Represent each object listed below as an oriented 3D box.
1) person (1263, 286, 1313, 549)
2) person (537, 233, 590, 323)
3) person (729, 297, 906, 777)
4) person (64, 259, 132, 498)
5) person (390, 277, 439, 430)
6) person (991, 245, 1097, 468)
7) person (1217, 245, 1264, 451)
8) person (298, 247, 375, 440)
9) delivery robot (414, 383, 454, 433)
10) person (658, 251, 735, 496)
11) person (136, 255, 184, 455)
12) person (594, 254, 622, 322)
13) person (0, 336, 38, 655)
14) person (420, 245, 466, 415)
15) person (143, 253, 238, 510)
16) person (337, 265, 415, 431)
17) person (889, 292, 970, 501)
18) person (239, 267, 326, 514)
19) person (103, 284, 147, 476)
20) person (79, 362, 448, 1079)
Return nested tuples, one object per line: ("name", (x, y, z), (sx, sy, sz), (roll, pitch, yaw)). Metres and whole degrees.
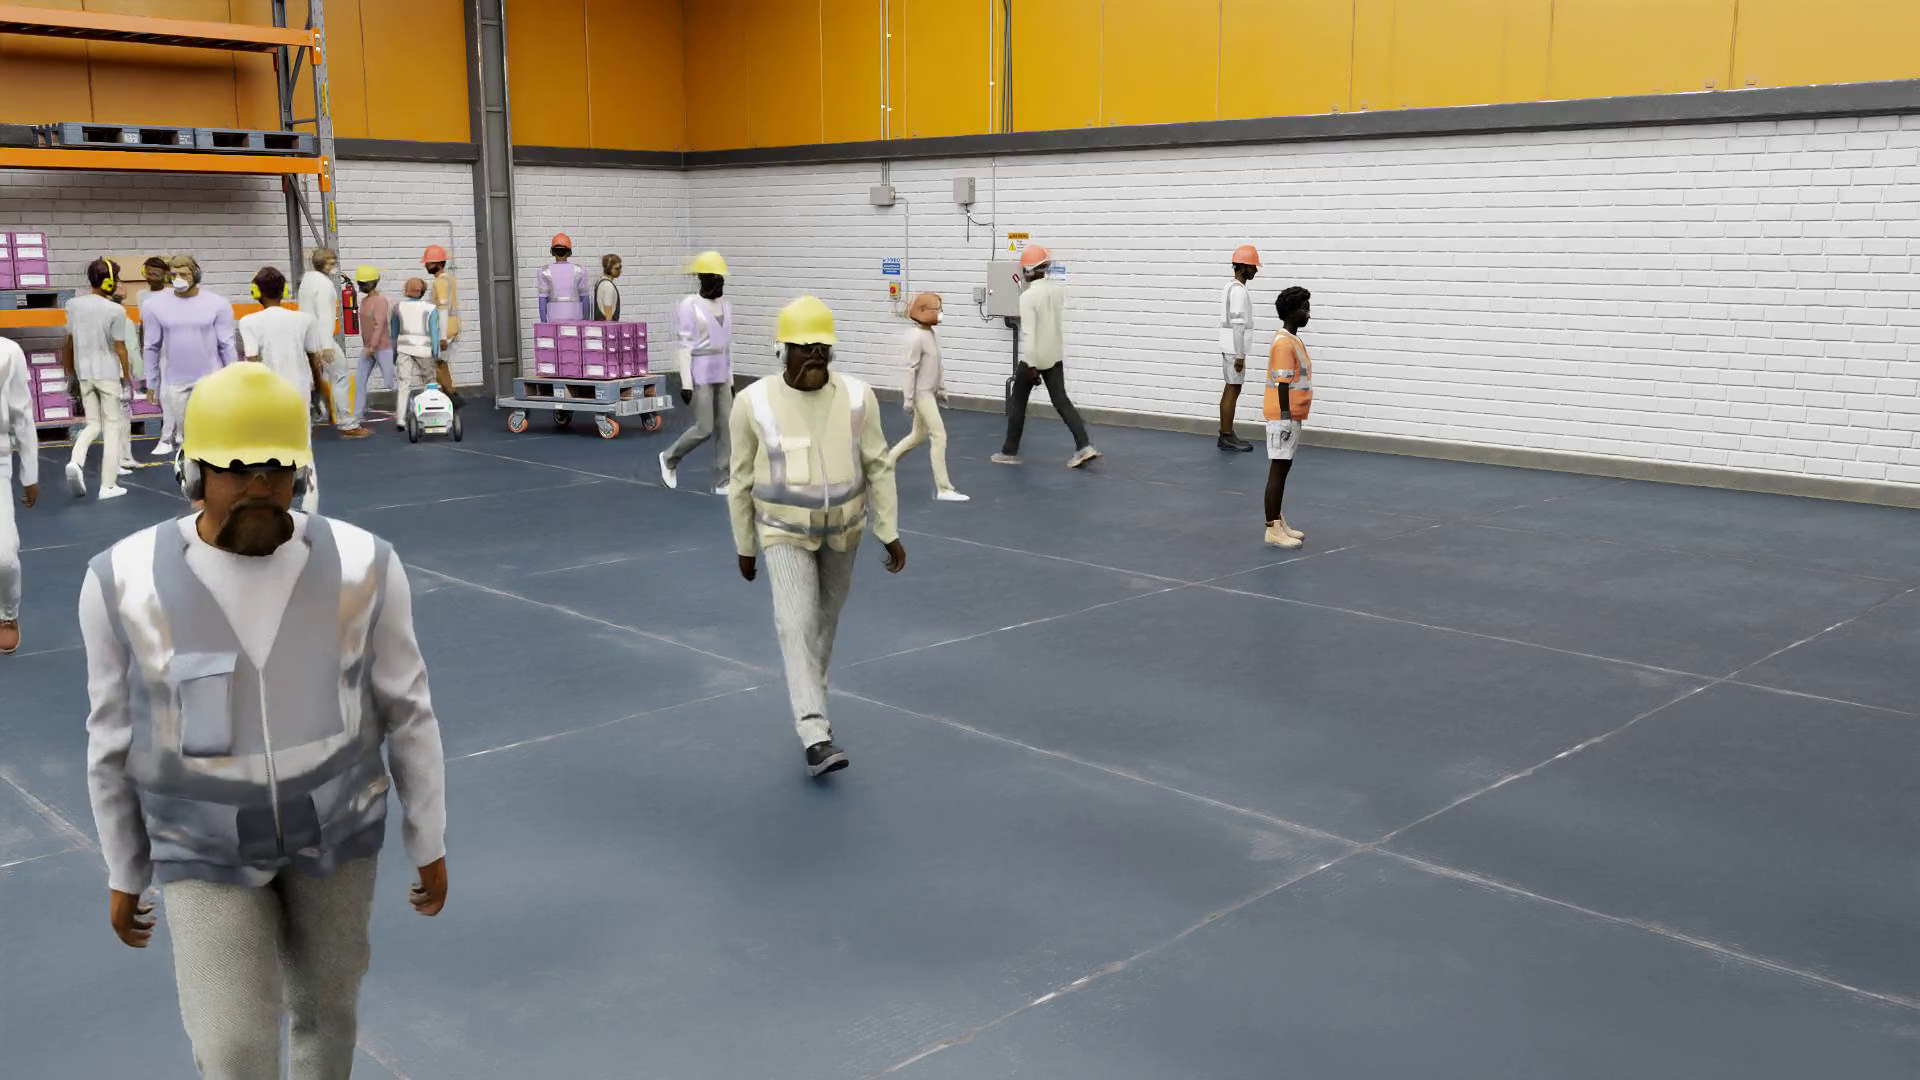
("person", (2.140, -0.803, 10.860), (0.316, 1.697, 0.542), (3, 11, 15))
("person", (-4.738, -2.641, 19.935), (0.605, 2.045, 0.379), (-3, 11, -14))
("person", (-0.537, -0.022, 6.345), (0.609, 1.783, 0.934), (-4, 11, -23))
("person", (-6.597, -1.207, 12.659), (0.558, 1.844, 0.559), (1, 10, 5))
("person", (-5.720, -1.949, 17.420), (0.543, 1.593, 0.867), (0, 10, -1))
("person", (0.748, -1.594, 14.514), (1.033, 1.952, 0.604), (10, 14, 43))
("person", (2.636, -1.796, 15.650), (0.382, 1.929, 0.538), (0, 10, 1))
("person", (-6.223, -1.924, 16.405), (0.749, 1.900, 0.714), (-10, 14, -42))
("delivery robot", (-5.219, -1.308, 16.473), (0.477, 0.478, 0.707), (-4, 11, -20))
("person", (-2.002, -1.273, 12.870), (0.659, 1.910, 0.592), (6, 12, 29))
("person", (-7.376, -1.724, 15.495), (0.512, 1.842, 0.581), (2, 11, 12))
("person", (-4.192, -2.457, 19.568), (0.614, 1.807, 0.557), (-4, 11, -21))
("person", (-4.545, -0.294, 7.623), (0.571, 1.867, 0.465), (-5, 12, -27))
("person", (-5.776, -2.310, 18.492), (0.392, 1.919, 0.578), (-1, 10, -6))
("person", (-5.811, -1.220, 12.630), (0.648, 1.906, 0.969), (-2, 11, -11))
("person", (-6.080, -2.018, 17.406), (0.518, 1.723, 0.853), (9, 14, 40))
("person", (-0.329, -1.105, 12.775), (0.782, 1.605, 0.498), (3, 11, 15))
("person", (-4.565, -0.933, 11.271), (0.553, 1.802, 1.025), (-7, 13, -34))
("person", (-7.098, -1.357, 14.092), (0.542, 1.615, 0.621), (5, 12, 27))
("person", (-1.285, 0.564, 3.137), (0.614, 1.800, 0.769), (-6, 12, -28))
